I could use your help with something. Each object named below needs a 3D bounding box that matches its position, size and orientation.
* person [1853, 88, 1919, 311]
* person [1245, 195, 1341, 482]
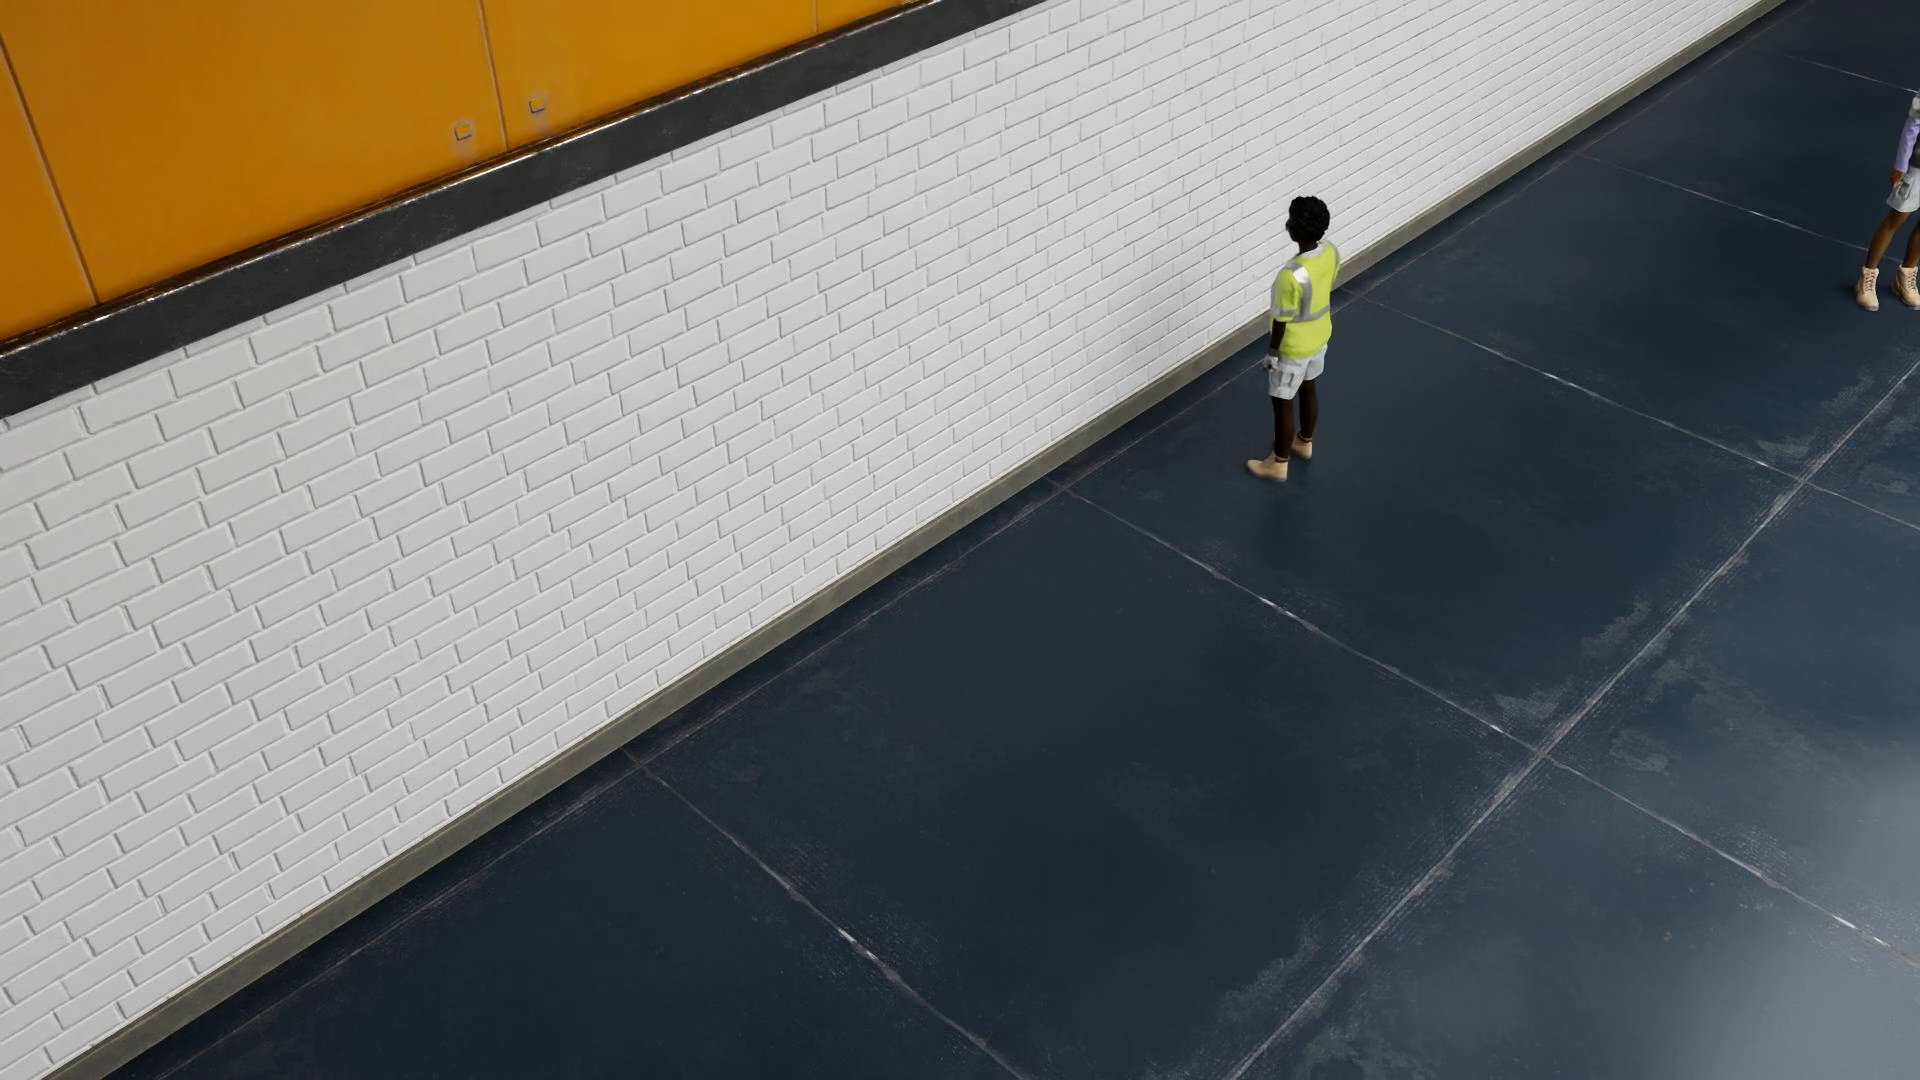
[{"bbox_3d":[6.208,-2.389,10.496,0.604,2.034,0.382,-1,39,-1],"label":"person"},{"bbox_3d":[1.855,-1.105,9.164,0.322,1.689,0.530,27,46,29],"label":"person"}]
